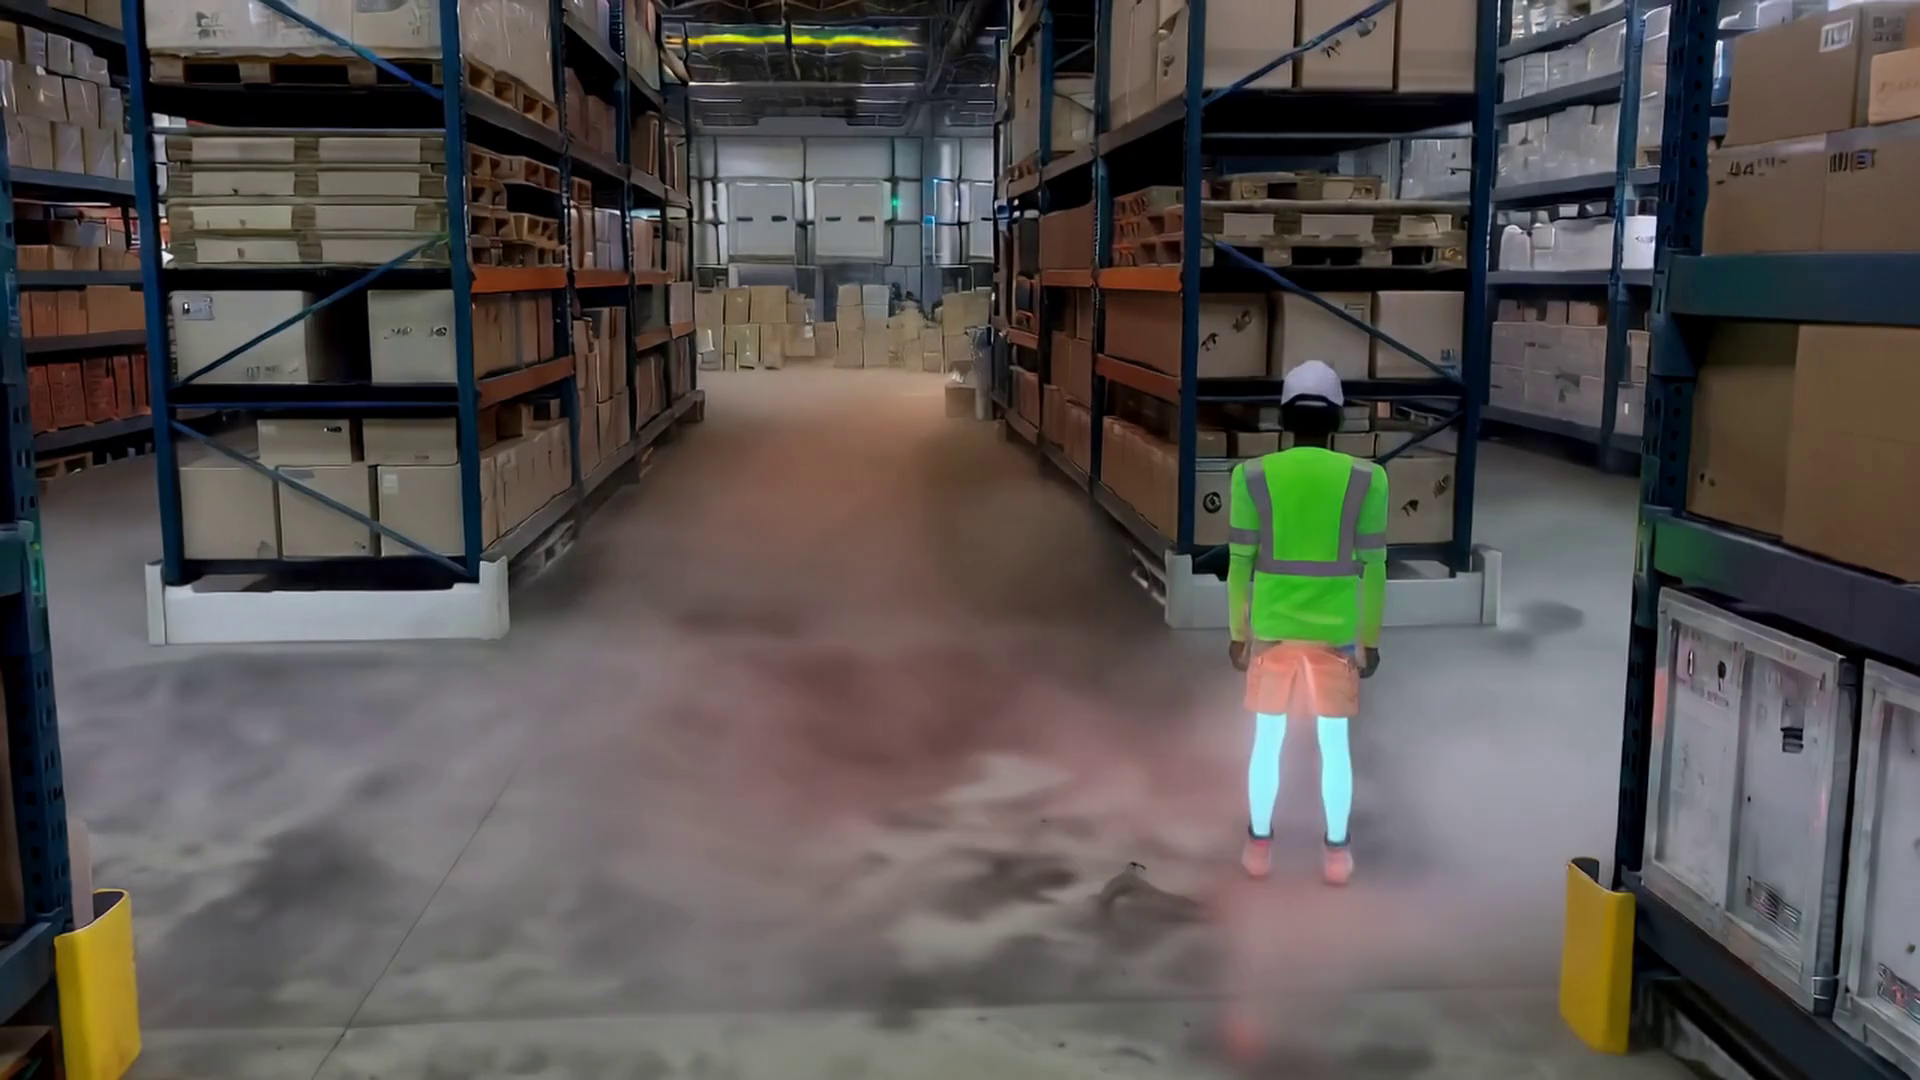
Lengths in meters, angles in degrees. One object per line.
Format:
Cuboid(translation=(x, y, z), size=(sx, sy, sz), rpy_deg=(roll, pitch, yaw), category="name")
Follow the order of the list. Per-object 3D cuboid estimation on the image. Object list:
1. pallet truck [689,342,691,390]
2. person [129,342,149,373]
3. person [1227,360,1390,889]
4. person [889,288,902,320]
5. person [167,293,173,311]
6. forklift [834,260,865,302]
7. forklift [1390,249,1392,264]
Cuboid(translation=(-5.225, -3.008, 27.480), size=(1.885, 1.965, 0.823), rpy_deg=(2, 9, 14), category="pallet truck")
Cuboid(translation=(-13.648, -3.085, 27.969), size=(0.621, 1.992, 0.397), rpy_deg=(-1, 9, -7), category="person")
Cuboid(translation=(1.339, 0.325, 6.465), size=(0.603, 2.034, 0.417), rpy_deg=(2, 9, 14), category="person")
Cuboid(translation=(-2.301, -7.828, 57.982), size=(0.635, 1.929, 0.387), rpy_deg=(3, 10, 20), category="person")
Cuboid(translation=(-29.101, -8.319, 61.358), size=(0.567, 1.830, 0.638), rpy_deg=(5, 10, 30), category="person")
Cuboid(translation=(-3.397, -7.252, 51.369), size=(1.129, 2.768, 1.873), rpy_deg=(-1, 9, -4), category="forklift")
Cuboid(translation=(7.779, -3.984, 30.848), size=(1.873, 2.768, 1.129), rpy_deg=(-5, 10, -28), category="forklift")
